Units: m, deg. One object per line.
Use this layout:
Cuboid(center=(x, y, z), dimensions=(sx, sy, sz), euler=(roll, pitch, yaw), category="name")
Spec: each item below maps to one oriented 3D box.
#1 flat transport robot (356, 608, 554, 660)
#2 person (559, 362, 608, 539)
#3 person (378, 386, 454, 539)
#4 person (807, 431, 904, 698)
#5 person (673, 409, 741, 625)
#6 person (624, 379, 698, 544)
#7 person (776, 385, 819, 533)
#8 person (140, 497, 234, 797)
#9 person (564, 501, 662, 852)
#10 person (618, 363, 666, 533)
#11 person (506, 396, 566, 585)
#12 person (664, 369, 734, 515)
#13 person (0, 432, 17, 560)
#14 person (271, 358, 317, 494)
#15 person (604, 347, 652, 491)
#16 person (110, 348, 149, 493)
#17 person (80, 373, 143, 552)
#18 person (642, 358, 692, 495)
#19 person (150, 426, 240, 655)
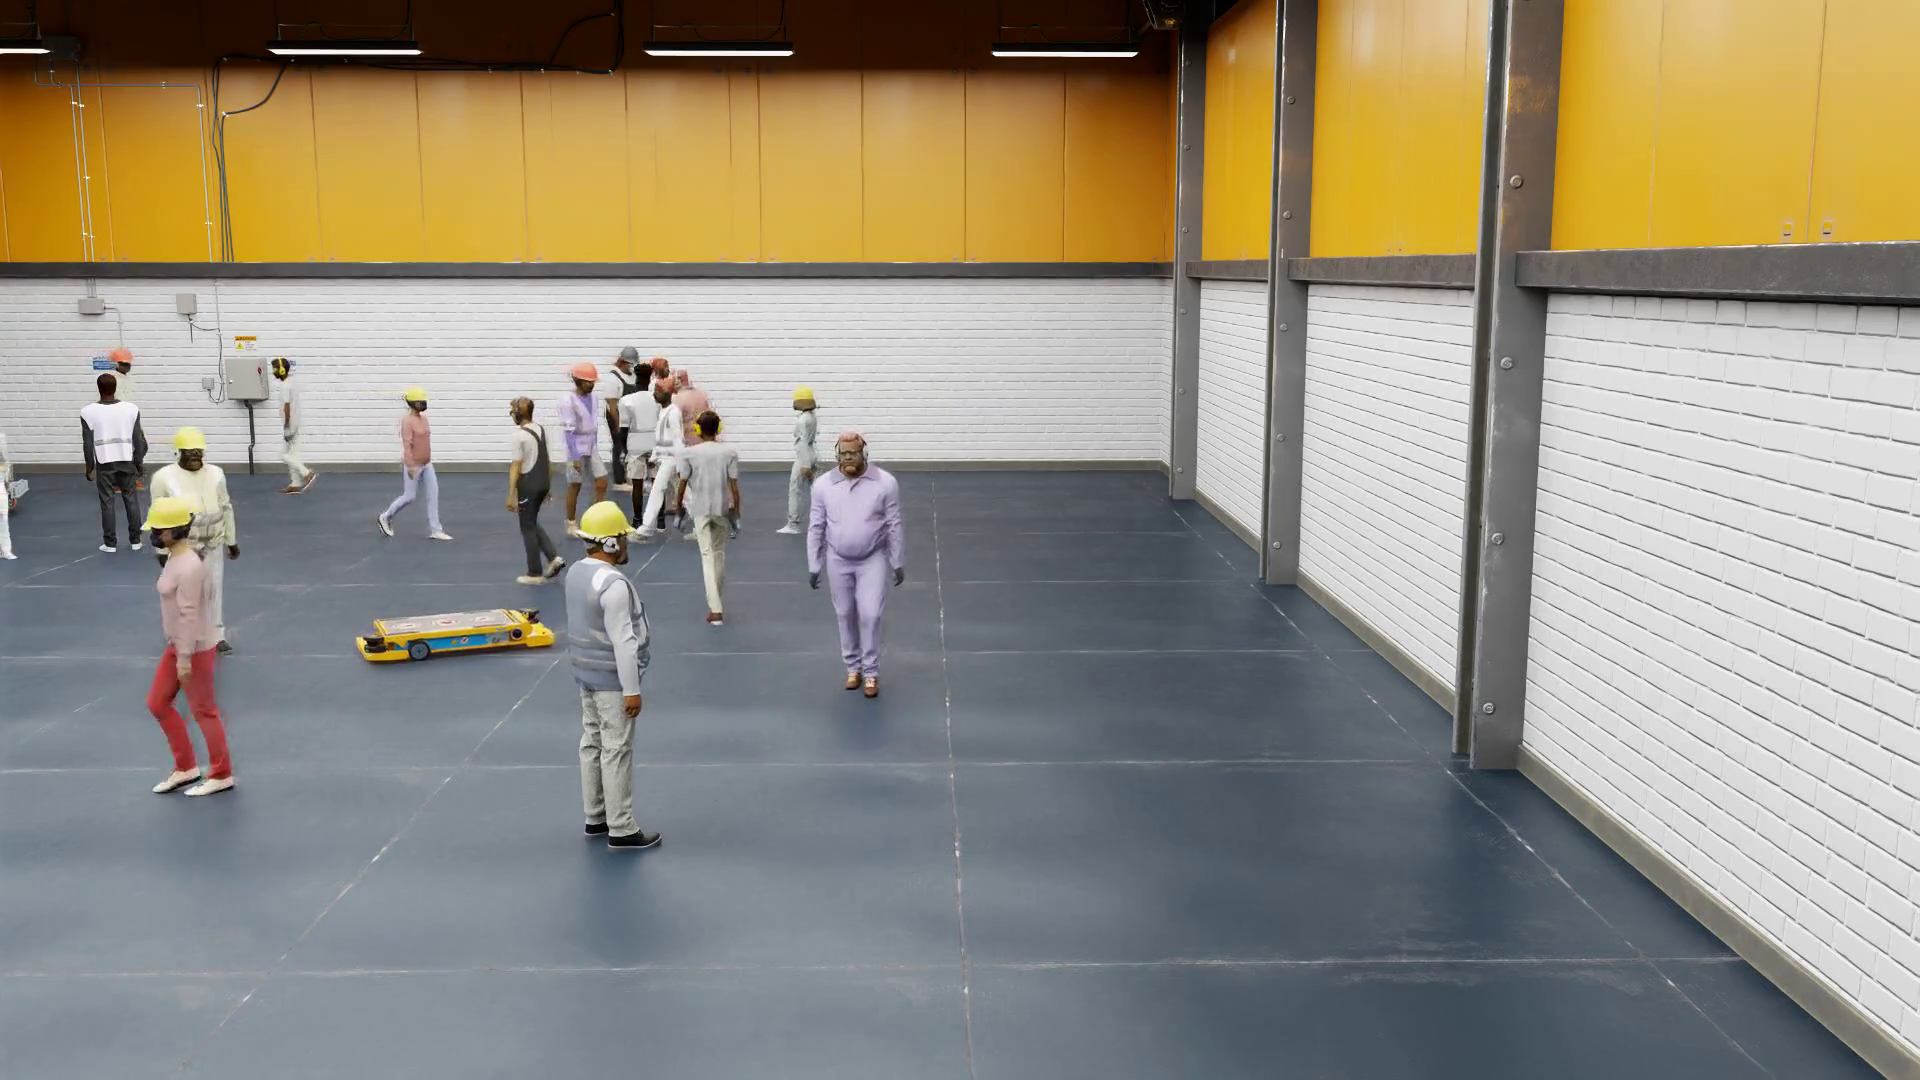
Cuboid(center=(-4.035, 0.743, 13.281), dimensions=(1.431, 0.197, 0.652), euler=(-4, 10, -26), category="flat transport robot")
Cuboid(center=(-4.112, -0.978, 18.519), dimensions=(0.872, 2.002, 0.648), euler=(5, 10, 27), category="person")
Cuboid(center=(-6.124, -0.858, 18.611), dimensions=(0.781, 1.746, 0.528), euler=(2, 10, 14), category="person")
Cuboid(center=(-0.760, 0.174, 11.825), dimensions=(0.686, 1.881, 0.695), euler=(1, 9, 5), category="person")
Cuboid(center=(-2.213, -0.219, 14.454), dimensions=(0.537, 1.822, 0.963), euler=(-4, 10, -23), category="person")
Cuboid(center=(-3.242, -0.868, 18.422), dimensions=(1.004, 1.833, 0.579), euler=(-2, 10, -13), category="person")
Cuboid(center=(-1.702, -0.912, 19.007), dimensions=(0.780, 1.719, 0.489), euler=(2, 10, 14), category="person")
Cuboid(center=(-4.461, 0.623, 9.472), dimensions=(0.557, 1.743, 0.560), euler=(-6, 11, -34), category="person")
Cuboid(center=(-1.824, 0.708, 8.709), dimensions=(0.404, 1.836, 0.590), euler=(-7, 12, -37), category="person")
Cuboid(center=(-3.613, -1.049, 19.082), dimensions=(0.608, 1.965, 0.365), euler=(-4, 10, -23), category="person")
Cuboid(center=(-4.117, -0.466, 15.938), dimensions=(0.415, 1.827, 0.547), euler=(3, 10, 17), category="person")
Cuboid(center=(-3.201, -1.163, 20.242), dimensions=(1.044, 1.832, 0.647), euler=(3, 10, 17), category="person")
Cuboid(center=(-10.197, -0.595, 17.367), dimensions=(0.638, 1.616, 0.526), euler=(6, 11, 35), category="person")
Cuboid(center=(-8.990, -1.526, 22.362), dimensions=(0.471, 1.848, 0.545), euler=(-2, 9, -11), category="person")
Cuboid(center=(-4.493, -1.656, 22.576), dimensions=(0.674, 2.000, 0.734), euler=(6, 11, 33), category="person")
Cuboid(center=(-11.271, -1.598, 22.453), dimensions=(0.516, 1.963, 0.638), euler=(2, 9, 11), category="person")
Cuboid(center=(-9.086, -0.828, 17.866), dimensions=(0.592, 1.922, 0.392), euler=(-7, 12, -38), category="person")
Cuboid(center=(-3.933, -1.515, 22.324), dimensions=(0.991, 1.831, 0.575), euler=(-4, 10, -22), category="person")
Cuboid(center=(-6.026, 0.001, 13.097), dimensions=(0.598, 1.817, 0.617), euler=(7, 12, 37), category="person")
